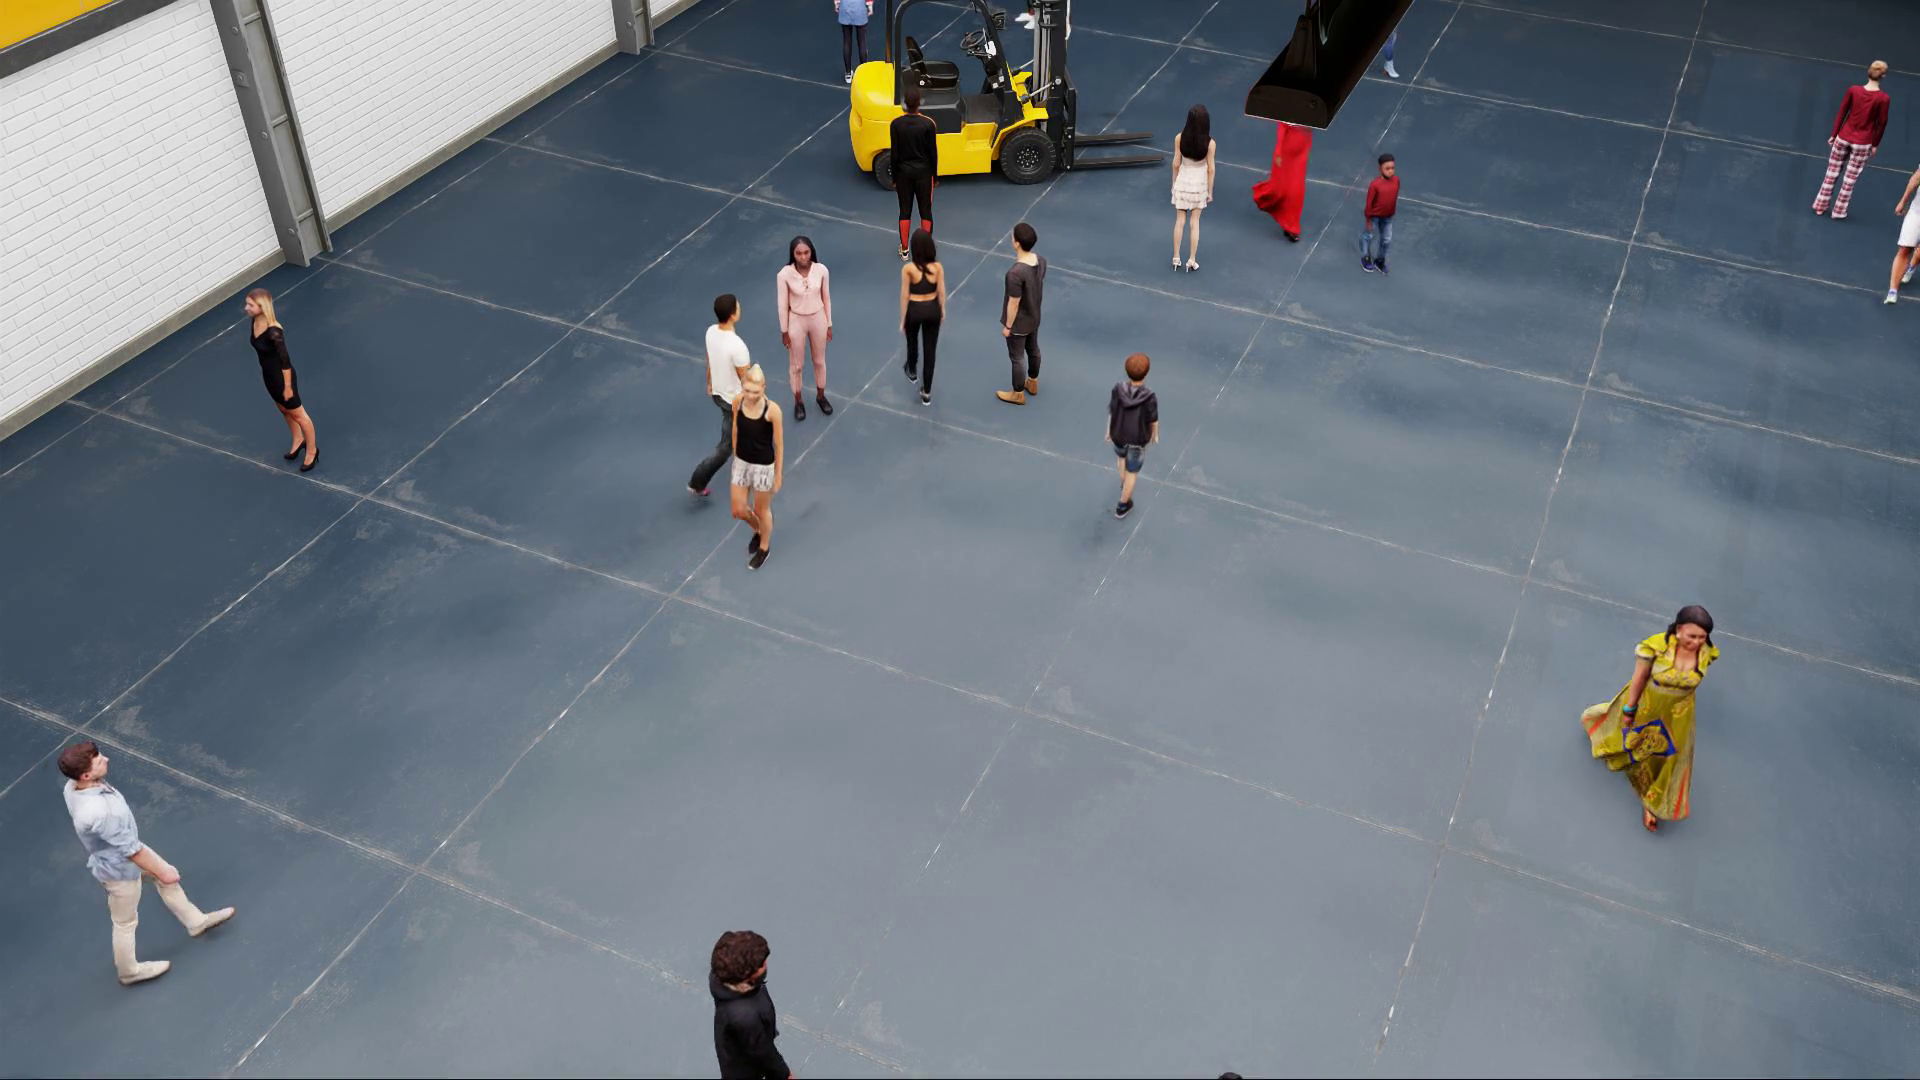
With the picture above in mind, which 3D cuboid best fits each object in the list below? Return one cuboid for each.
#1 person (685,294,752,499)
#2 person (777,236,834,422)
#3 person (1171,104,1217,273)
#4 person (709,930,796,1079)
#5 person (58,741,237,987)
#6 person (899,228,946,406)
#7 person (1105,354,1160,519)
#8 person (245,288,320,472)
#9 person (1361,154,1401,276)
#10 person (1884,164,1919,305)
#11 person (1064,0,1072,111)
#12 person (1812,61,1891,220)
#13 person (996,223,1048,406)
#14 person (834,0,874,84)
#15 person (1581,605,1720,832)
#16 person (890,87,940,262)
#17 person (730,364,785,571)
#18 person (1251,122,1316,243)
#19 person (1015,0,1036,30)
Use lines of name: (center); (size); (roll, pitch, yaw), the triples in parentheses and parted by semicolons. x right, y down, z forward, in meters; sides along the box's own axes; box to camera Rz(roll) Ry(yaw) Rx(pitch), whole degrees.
person: (-1.915, -1.118, 13.388); (1.224, 1.773, 1.002); (-27, 46, -29)
person: (-1.324, -1.838, 14.323); (0.691, 1.721, 0.752); (-13, 40, -16)
person: (2.261, -3.442, 16.320); (0.571, 1.735, 0.525); (14, 41, 17)
person: (-1.197, 2.691, 8.647); (1.127, 1.727, 1.099); (-11, 40, -13)
person: (-4.916, 1.908, 9.555); (1.083, 1.818, 0.959); (-20, 43, -23)
person: (-0.313, -1.906, 14.483); (0.842, 1.628, 0.952); (-6, 39, -7)
person: (1.332, -0.804, 13.264); (0.549, 1.426, 0.789); (17, 42, 20)
person: (-5.606, -1.334, 13.727); (0.600, 1.677, 0.563); (31, 48, 33)
person: (4.125, -3.262, 16.488); (0.628, 1.244, 0.686); (-10, 40, -12)
person: (9.329, -3.166, 15.935); (0.815, 1.784, 1.264); (22, 44, 25)
person: (1.237, -5.823, 19.249); (0.764, 1.801, 0.683); (4, 39, 5)
person: (9.276, -4.157, 17.241); (0.677, 1.703, 0.604); (28, 47, 31)
person: (0.557, -1.973, 14.494); (0.737, 1.717, 0.578); (28, 46, 30)
person: (-1.286, -6.381, 19.941); (0.689, 1.808, 0.588); (9, 40, 11)
person: (4.504, 1.021, 10.832); (1.004, 1.621, 1.279); (2, 39, 3)
person: (-0.453, -3.630, 16.496); (0.689, 1.808, 0.665); (1, 39, 2)
person: (-1.504, -0.613, 12.702); (0.618, 1.829, 0.627); (17, 42, 20)
person: (3.330, -3.933, 16.918); (0.979, 1.767, 1.028); (-15, 41, -18)
person: (0.933, -7.468, 21.367); (0.752, 1.729, 0.696); (-14, 41, -16)
